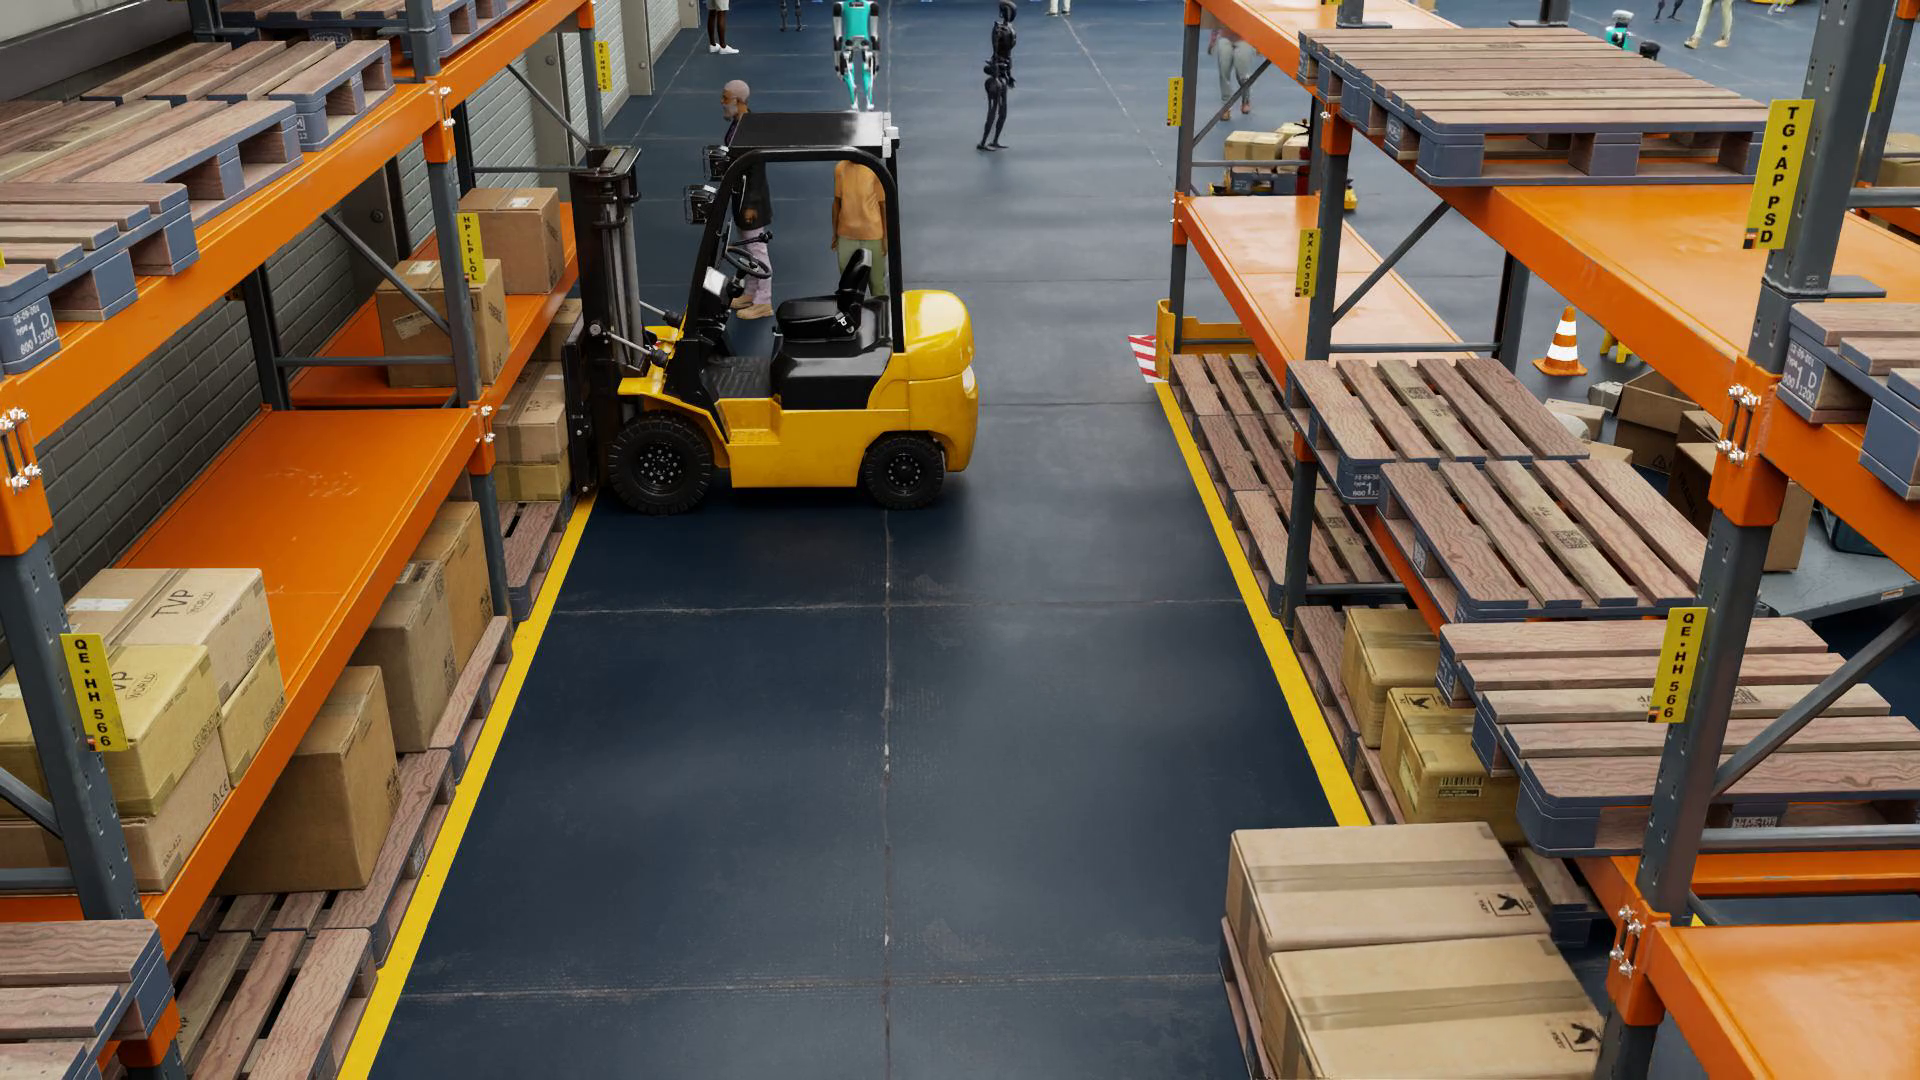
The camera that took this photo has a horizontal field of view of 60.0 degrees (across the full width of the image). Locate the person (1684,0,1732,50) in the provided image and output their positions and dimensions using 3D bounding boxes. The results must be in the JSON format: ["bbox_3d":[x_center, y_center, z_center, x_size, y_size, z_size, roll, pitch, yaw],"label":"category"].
[{"bbox_3d":[11.537,-8.398,25.250,0.992,1.836,0.554,-16,30,-31],"label":"person"}]

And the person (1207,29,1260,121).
[{"bbox_3d":[3.387,-6.101,20.331,0.682,1.903,0.649,11,27,22],"label":"person"}]

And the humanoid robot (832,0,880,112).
[{"bbox_3d":[-1.143,-5.373,18.899,0.537,1.734,0.719,-5,26,-9],"label":"humanoid robot"}]

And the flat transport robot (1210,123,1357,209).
[{"bbox_3d":[3.251,-3.525,16.767,1.431,0.231,0.659,3,25,7],"label":"flat transport robot"}]

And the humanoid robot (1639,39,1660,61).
[{"bbox_3d":[6.599,-4.011,16.167,0.590,1.641,0.500,-8,27,-17],"label":"humanoid robot"}]

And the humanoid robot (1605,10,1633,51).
[{"bbox_3d":[7.099,-4.627,17.437,1.021,1.768,0.532,7,26,13],"label":"humanoid robot"}]

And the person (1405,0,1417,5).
[{"bbox_3d":[6.859,-8.470,25.408,0.563,1.837,0.382,-23,34,-39],"label":"person"}]

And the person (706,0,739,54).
[{"bbox_3d":[-3.637,-8.264,24.897,0.377,1.899,0.543,-20,32,-36],"label":"person"}]

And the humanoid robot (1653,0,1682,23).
[{"bbox_3d":[11.978,-9.529,27.829,0.612,1.633,0.396,-5,26,-10],"label":"humanoid robot"}]

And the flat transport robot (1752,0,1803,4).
[{"bbox_3d":[15.053,-9.999,30.478,0.659,0.231,1.431,18,31,33],"label":"flat transport robot"}]

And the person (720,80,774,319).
[{"bbox_3d":[-1.677,-2.683,13.128,0.406,1.854,0.544,-9,27,-18],"label":"person"}]

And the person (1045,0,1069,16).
[{"bbox_3d":[1.686,-9.952,28.641,0.564,1.751,0.331,-18,30,-33],"label":"person"}]

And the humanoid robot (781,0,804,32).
[{"bbox_3d":[-2.786,-9.120,26.951,0.599,1.657,0.315,-1,25,-2],"label":"humanoid robot"}]

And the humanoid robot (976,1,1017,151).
[{"bbox_3d":[0.426,-5.244,18.781,0.452,1.635,0.612,9,27,18],"label":"humanoid robot"}]

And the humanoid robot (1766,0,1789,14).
[{"bbox_3d":[14.345,-9.953,28.705,0.537,1.840,0.665,-17,30,-32],"label":"humanoid robot"}]

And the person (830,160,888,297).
[{"bbox_3d":[-0.746,-2.223,12.314,0.458,1.717,0.367,8,26,16],"label":"person"}]

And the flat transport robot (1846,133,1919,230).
[{"bbox_3d":[7.423,-2.039,13.621,1.431,0.231,0.659,4,26,9],"label":"flat transport robot"}]

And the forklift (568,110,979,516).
[{"bbox_3d":[-1.043,-1.379,9.976,2.313,2.155,1.214,-1,25,-2],"label":"forklift"}]

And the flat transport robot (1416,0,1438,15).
[{"bbox_3d":[6.844,-8.164,26.592,0.659,0.231,1.431,23,34,40],"label":"flat transport robot"}]
